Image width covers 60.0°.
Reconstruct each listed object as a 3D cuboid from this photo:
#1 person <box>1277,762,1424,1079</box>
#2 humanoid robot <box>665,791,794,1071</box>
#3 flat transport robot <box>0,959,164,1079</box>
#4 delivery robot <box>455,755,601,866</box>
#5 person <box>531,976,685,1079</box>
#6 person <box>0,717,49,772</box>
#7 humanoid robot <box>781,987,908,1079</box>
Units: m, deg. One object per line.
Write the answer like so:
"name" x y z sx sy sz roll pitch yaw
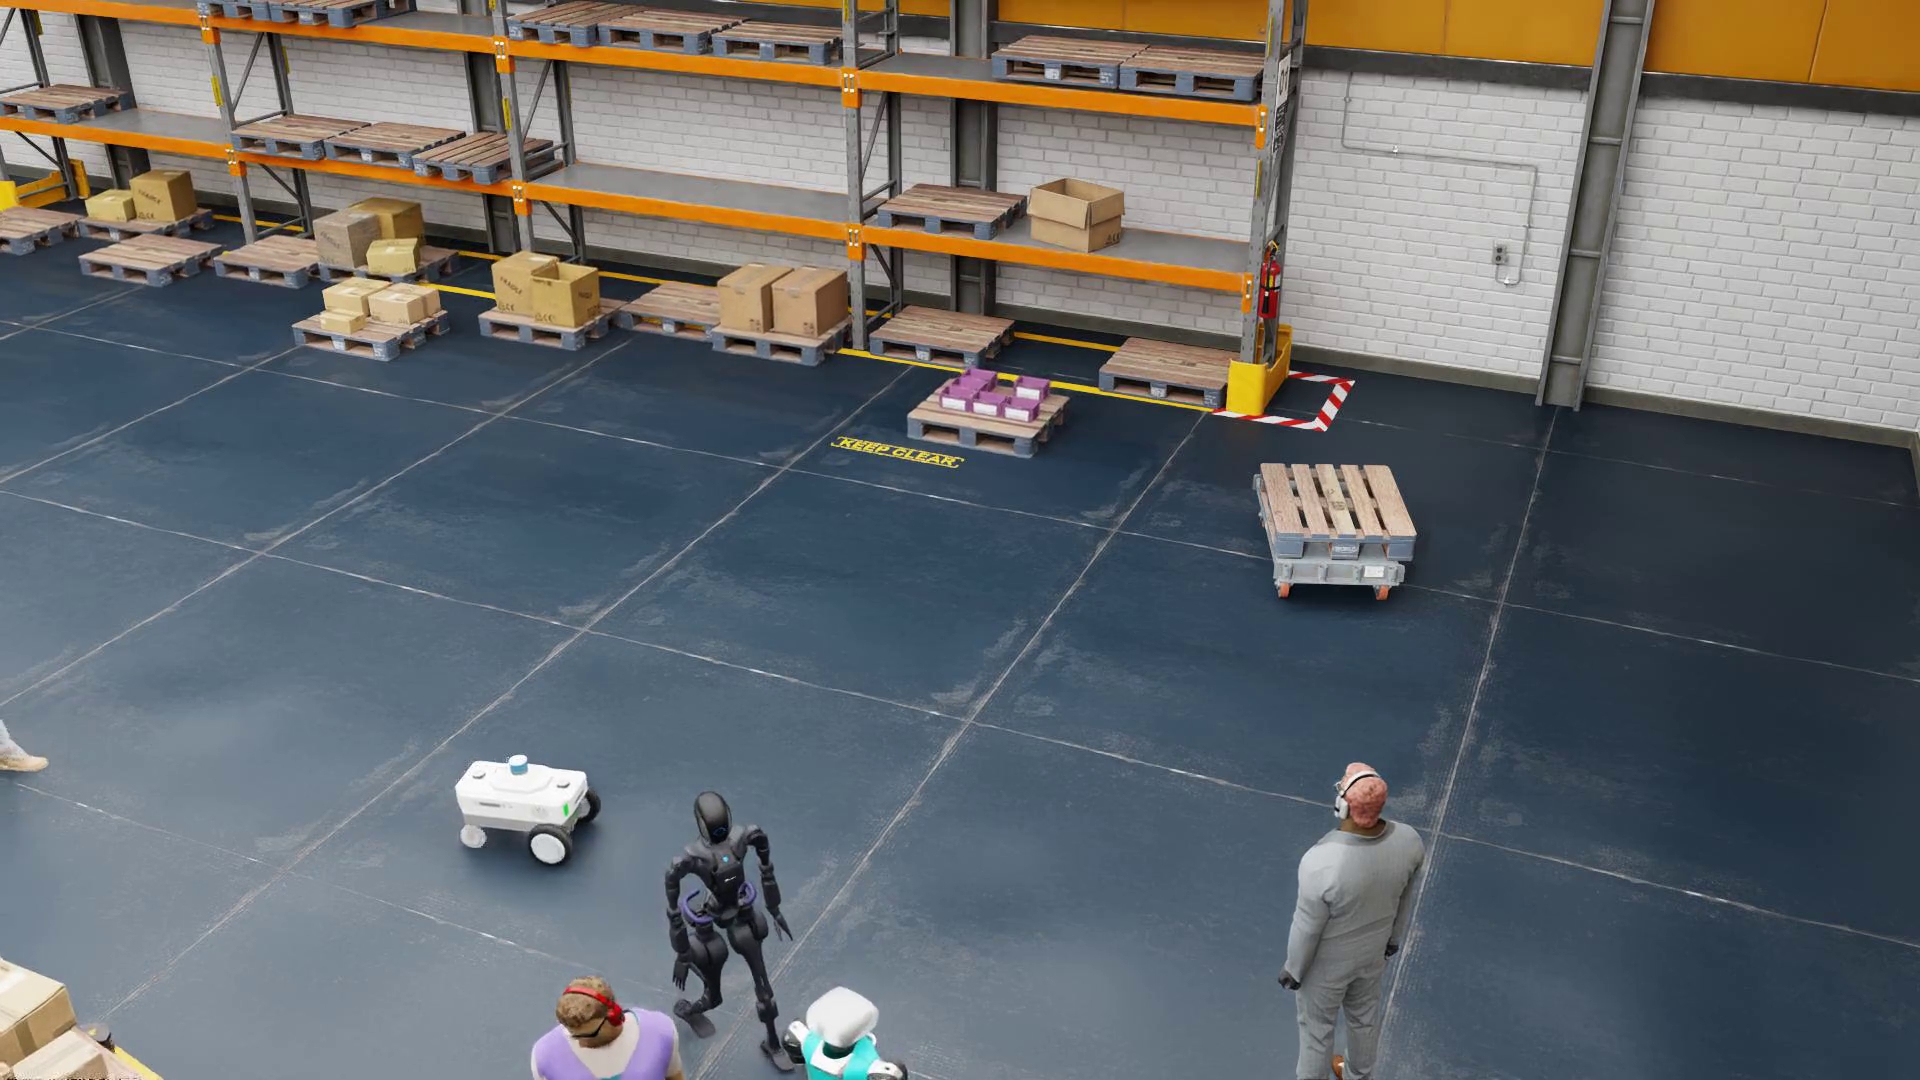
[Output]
"person" 1.731 1.840 7.579 0.653 1.906 0.409 -12 30 -22
"humanoid robot" -1.127 1.808 7.923 0.611 1.632 0.633 -17 32 -30
"flat transport robot" -4.385 2.785 7.532 0.659 0.231 1.431 17 32 30
"delivery robot" -2.509 1.535 9.663 0.807 0.613 0.499 5 28 9
"person" -1.355 2.386 6.651 0.593 1.788 0.919 -6 28 -12
"person" -6.225 0.608 10.057 0.927 1.835 0.474 2 27 3
"humanoid robot" -0.277 2.397 6.708 0.550 1.785 0.814 16 31 28
